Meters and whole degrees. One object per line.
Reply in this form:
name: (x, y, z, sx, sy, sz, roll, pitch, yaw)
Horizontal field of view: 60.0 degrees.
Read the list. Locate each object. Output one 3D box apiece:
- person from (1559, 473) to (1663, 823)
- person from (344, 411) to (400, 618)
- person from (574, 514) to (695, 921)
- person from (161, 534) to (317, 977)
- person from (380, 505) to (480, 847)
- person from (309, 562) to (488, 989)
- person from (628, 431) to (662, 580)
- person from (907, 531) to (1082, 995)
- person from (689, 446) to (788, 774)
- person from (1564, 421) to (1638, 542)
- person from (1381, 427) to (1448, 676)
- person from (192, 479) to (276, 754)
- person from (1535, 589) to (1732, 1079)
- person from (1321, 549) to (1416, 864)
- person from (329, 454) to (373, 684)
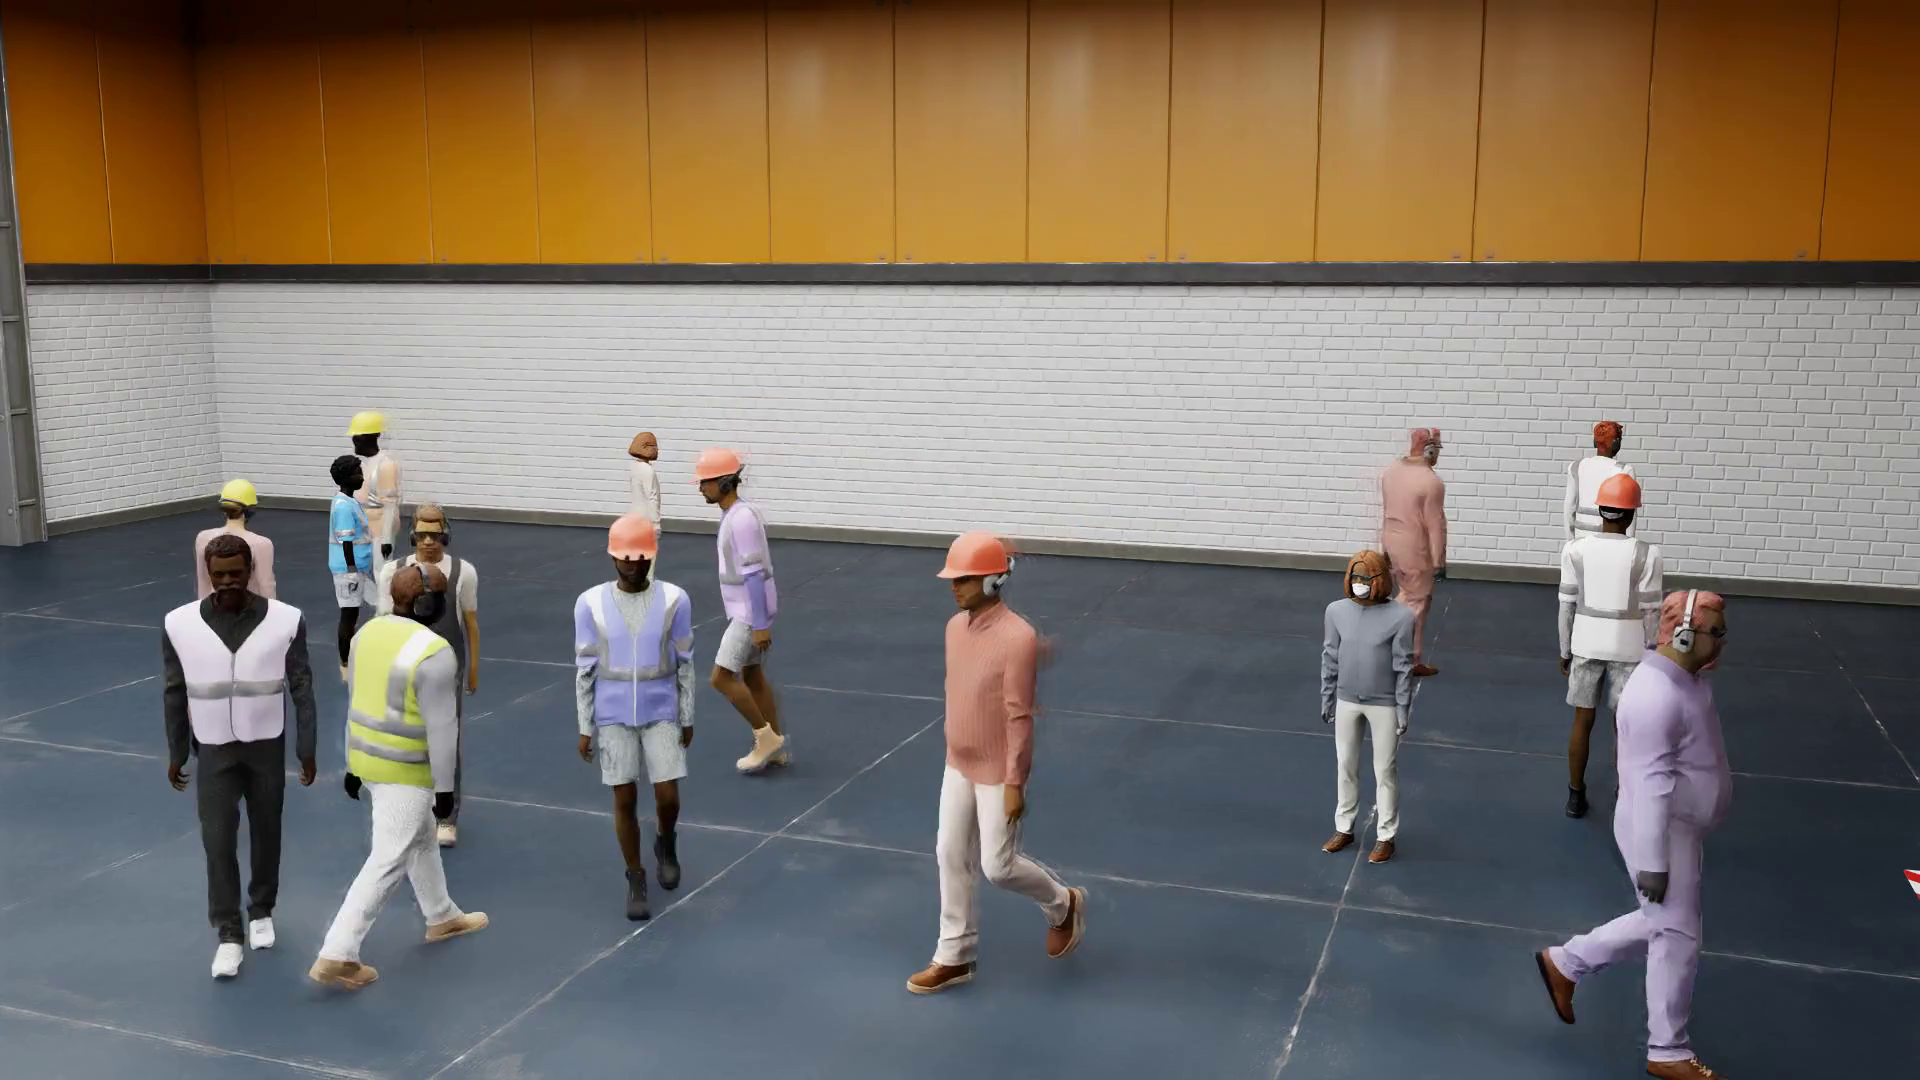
person: (3.576, 0.600, 9.167, 0.542, 1.938, 0.358, 6, 11, 33)
person: (-4.756, -0.085, 13.468, 0.609, 1.915, 0.416, 9, 13, 44)
person: (-1.531, 0.819, 7.857, 0.556, 1.920, 0.466, -2, 9, -11)
person: (-3.126, 0.928, 7.245, 0.621, 1.893, 0.789, -4, 10, -22)
person: (-2.874, 0.695, 9.057, 0.513, 1.799, 0.983, -1, 9, -8)
person: (-2.465, 0.997, 7.198, 0.643, 1.793, 0.909, 8, 12, 40)
person: (-2.769, -0.145, 14.727, 0.288, 1.634, 0.499, -5, 11, -29)
person: (0.150, 0.928, 7.030, 0.739, 1.971, 0.629, -7, 11, -37)
person: (-1.306, 0.435, 9.991, 0.596, 2.000, 0.632, -2, 9, -12)
person: (4.999, 0.011, 12.988, 0.340, 1.882, 0.585, -7, 12, -38)
person: (3.387, 0.095, 12.453, 0.460, 1.890, 0.664, -3, 10, -19)
person: (-4.543, 0.495, 10.385, 0.536, 1.746, 0.618, 1, 9, 6)
person: (2.589, 1.097, 6.281, 0.682, 1.884, 0.646, 6, 11, 31)
person: (2.095, 0.850, 8.586, 0.494, 1.624, 0.279, 6, 11, 35)
person: (-4.507, 0.211, 12.322, 0.316, 1.695, 0.542, -3, 10, -19)
